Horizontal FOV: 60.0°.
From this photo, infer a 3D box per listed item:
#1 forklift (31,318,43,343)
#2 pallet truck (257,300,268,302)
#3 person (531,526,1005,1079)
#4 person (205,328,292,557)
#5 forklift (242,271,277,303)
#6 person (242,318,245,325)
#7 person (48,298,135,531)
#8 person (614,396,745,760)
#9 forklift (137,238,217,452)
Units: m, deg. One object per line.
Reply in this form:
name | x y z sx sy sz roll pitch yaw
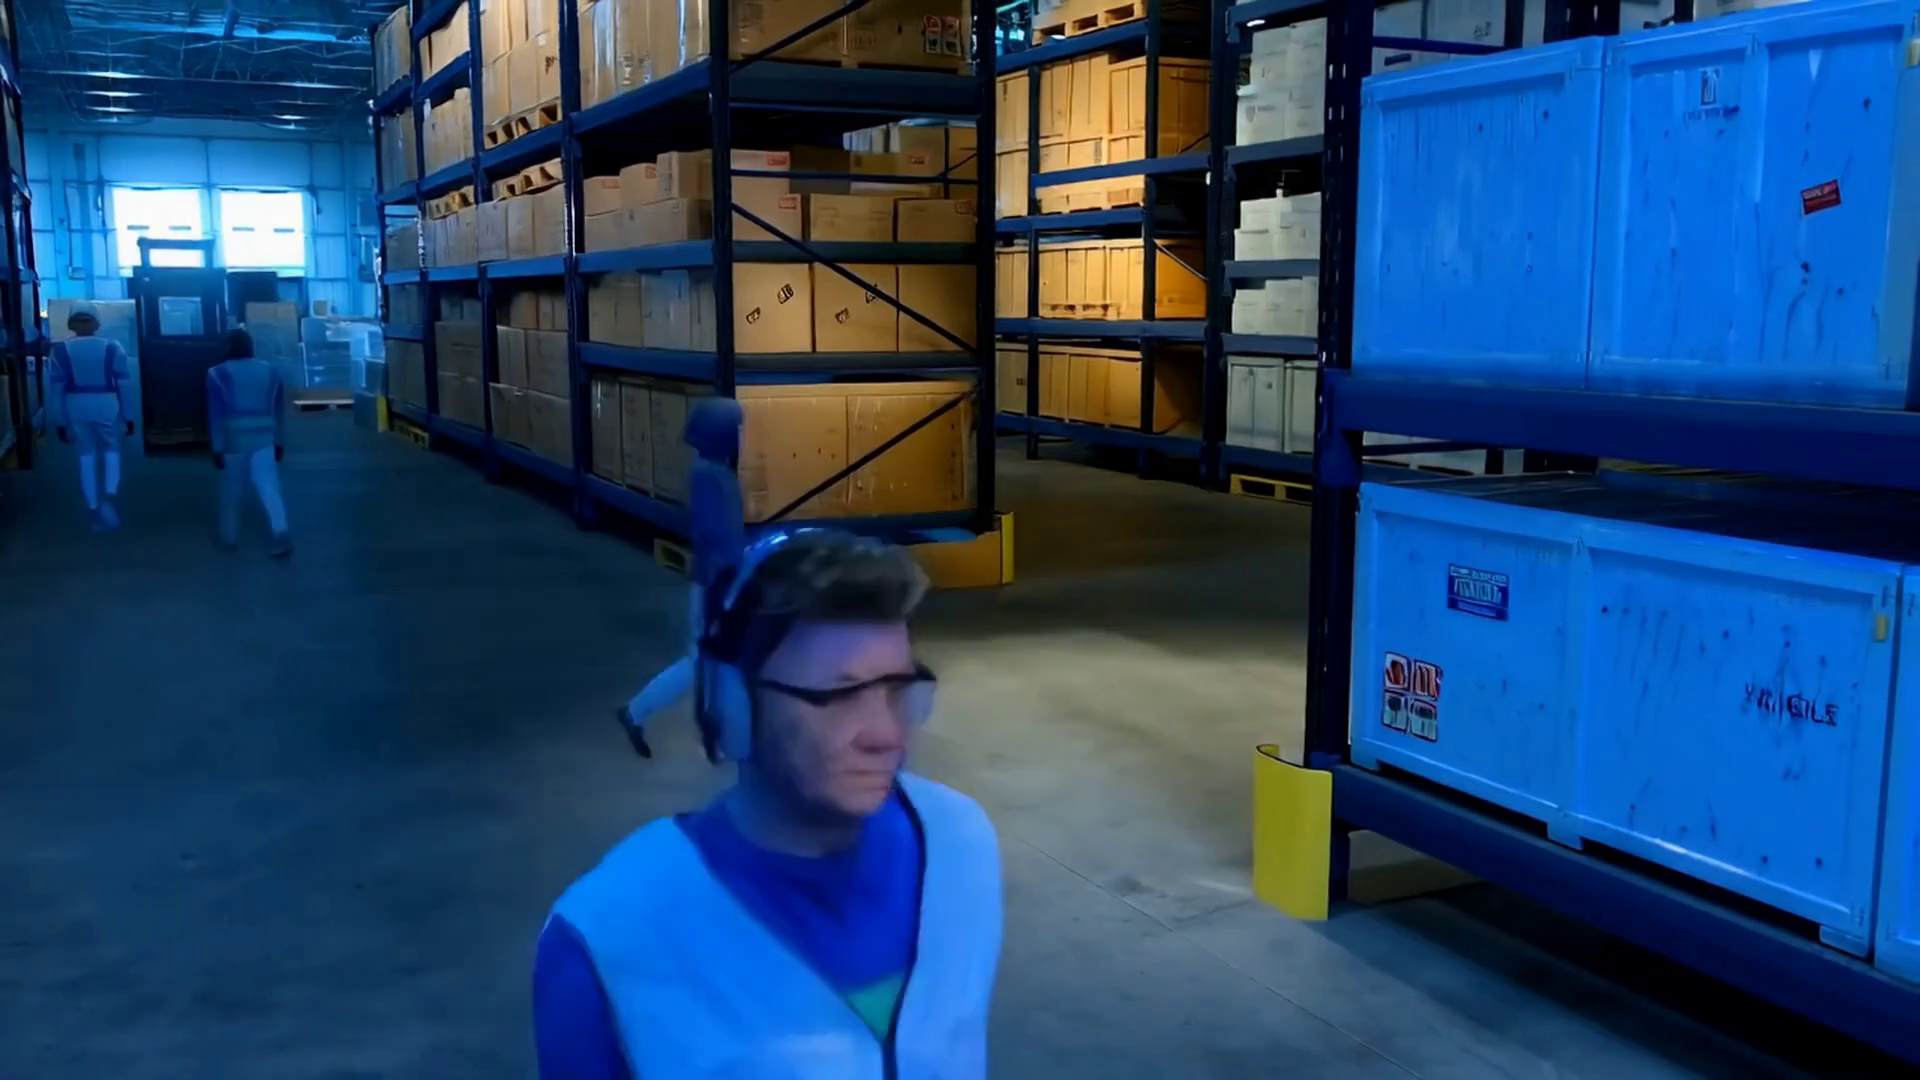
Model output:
forklift | -30.587 -7.279 54.283 1.129 2.768 1.873 -4 9 -26
pallet truck | -23.913 -7.404 58.171 1.885 1.965 0.823 -1 8 -9
person | -0.203 0.871 1.749 0.575 1.816 0.841 -8 11 -44
person | -5.574 -0.762 13.050 0.931 1.806 0.637 7 11 41
forklift | -20.652 -6.547 49.238 1.873 2.768 1.129 6 10 37
person | -16.562 -4.600 39.150 0.590 1.910 0.388 -7 11 -41
person | -7.569 -1.089 14.518 0.645 2.027 0.477 -4 9 -25
person | -1.102 0.179 7.182 0.736 1.609 0.504 1 8 5
forklift | -10.493 -2.661 22.441 1.129 2.768 1.873 -4 9 -26
